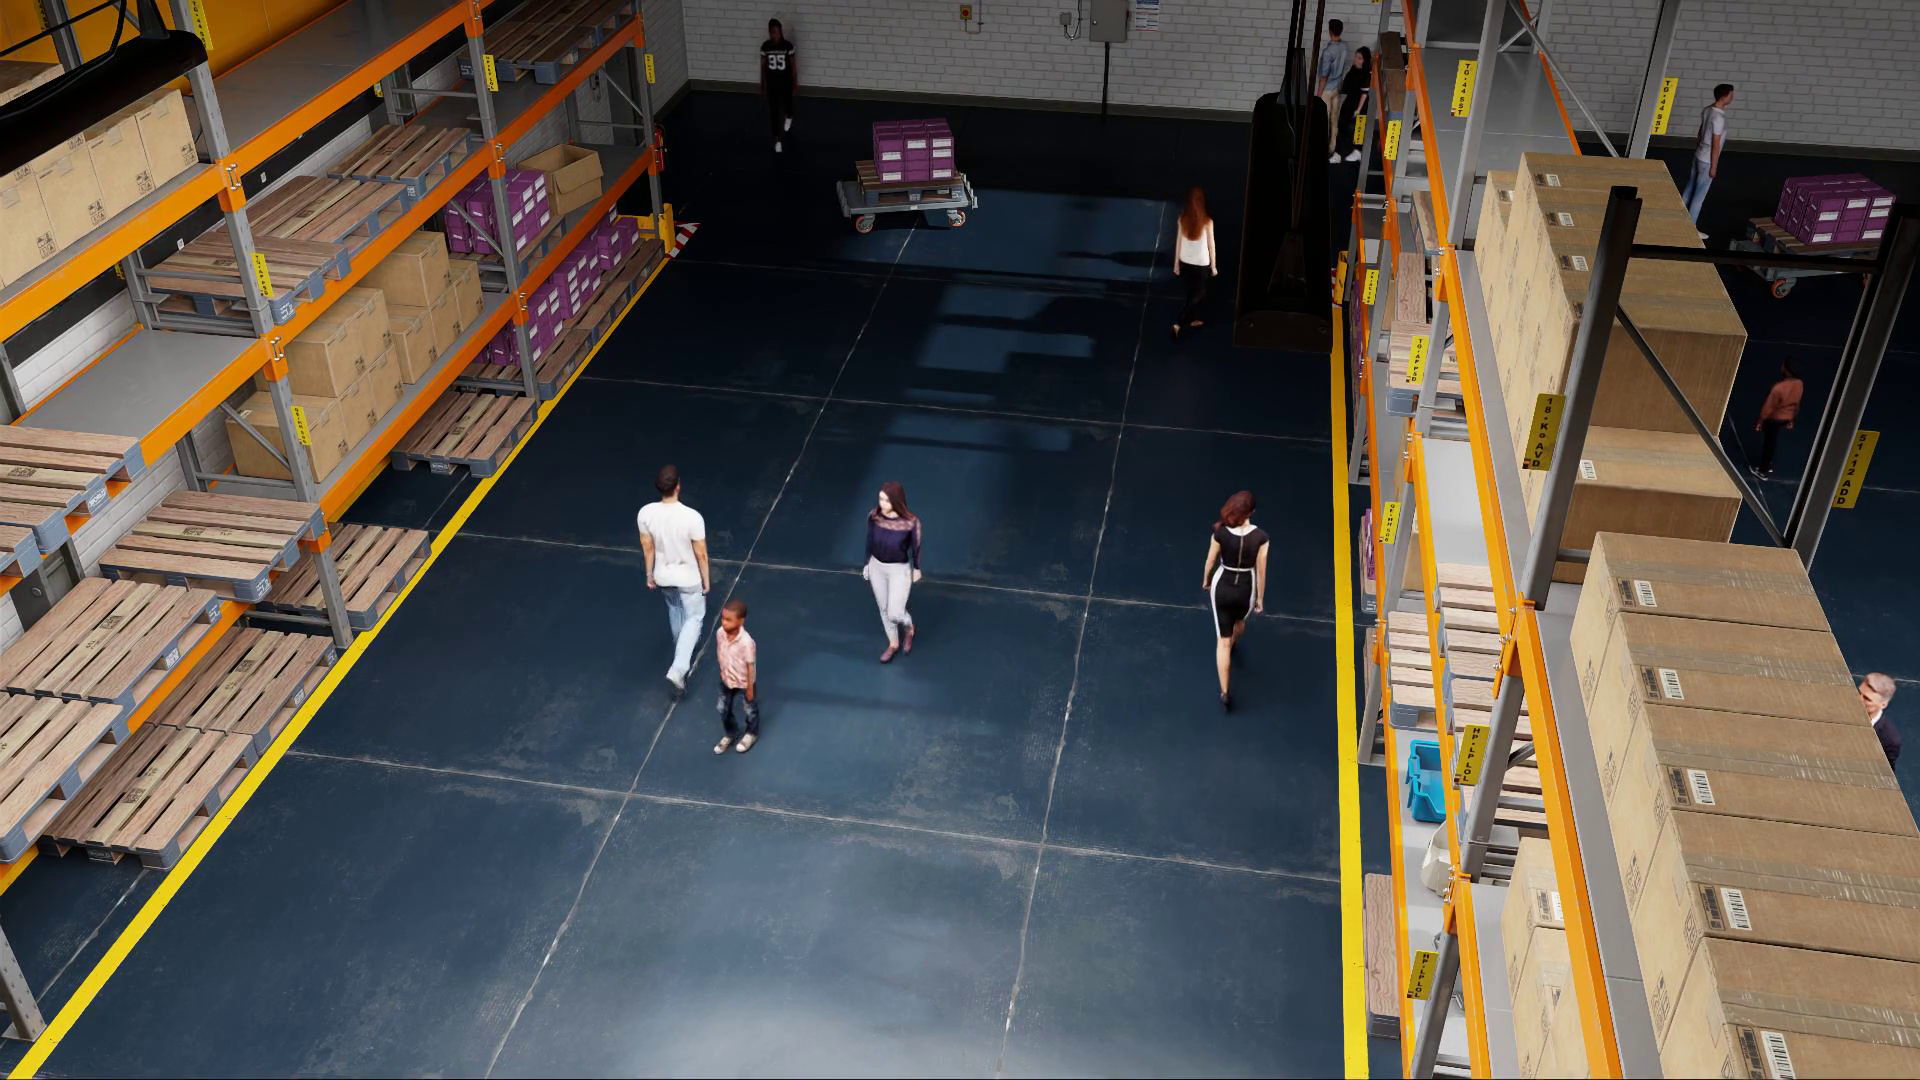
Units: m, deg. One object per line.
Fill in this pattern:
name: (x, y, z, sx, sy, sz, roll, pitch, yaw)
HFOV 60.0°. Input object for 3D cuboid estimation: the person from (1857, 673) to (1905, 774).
person: (5.676, 1.592, 10.706, 0.848, 1.815, 0.743, -15, 36, -21)

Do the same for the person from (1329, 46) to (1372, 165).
person: (5.258, -5.732, 21.920, 0.948, 1.599, 0.915, -10, 35, -15)

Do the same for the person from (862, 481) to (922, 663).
person: (-0.508, 0.224, 12.958, 0.697, 1.599, 0.717, 17, 37, 24)

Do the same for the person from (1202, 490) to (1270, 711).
person: (2.036, 0.487, 12.420, 0.630, 1.757, 1.096, 5, 34, 7)

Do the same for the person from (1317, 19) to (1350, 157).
person: (4.920, -5.980, 22.068, 0.705, 1.847, 0.797, -28, 42, -35)

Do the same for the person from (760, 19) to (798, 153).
person: (-2.442, -6.181, 22.498, 0.817, 1.706, 1.113, 0, 34, 0)

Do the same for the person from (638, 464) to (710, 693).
person: (-2.167, 0.305, 12.618, 0.735, 1.840, 1.113, 8, 35, 12)

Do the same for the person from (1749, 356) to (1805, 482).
person: (7.542, -1.092, 15.253, 0.612, 1.250, 0.637, -12, 35, -17)

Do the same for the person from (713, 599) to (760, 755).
person: (-1.572, 0.961, 12.120, 0.620, 1.300, 0.672, 20, 39, 27)

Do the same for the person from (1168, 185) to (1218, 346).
person: (2.432, -2.867, 17.518, 0.939, 1.700, 1.122, 26, 42, 33)

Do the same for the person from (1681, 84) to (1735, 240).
person: (8.920, -4.550, 19.913, 0.741, 1.852, 0.536, 0, 34, 0)
